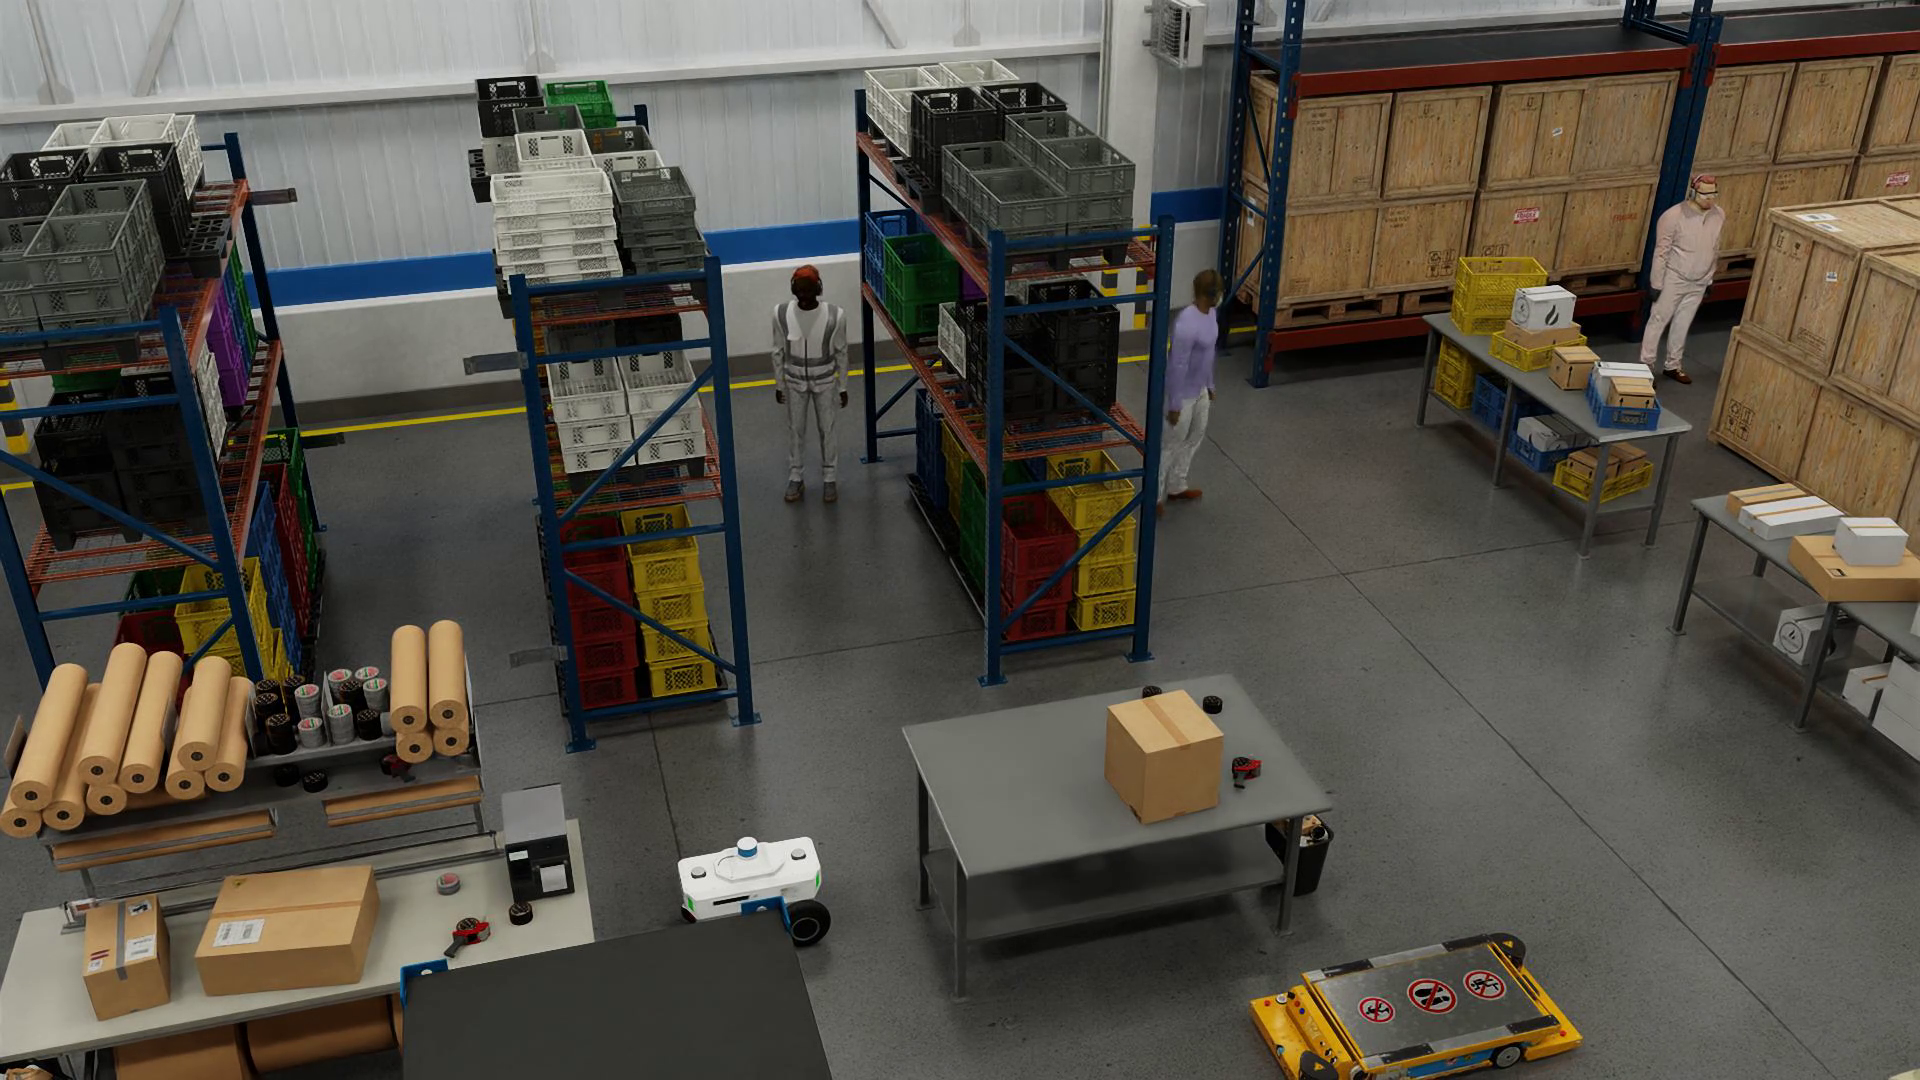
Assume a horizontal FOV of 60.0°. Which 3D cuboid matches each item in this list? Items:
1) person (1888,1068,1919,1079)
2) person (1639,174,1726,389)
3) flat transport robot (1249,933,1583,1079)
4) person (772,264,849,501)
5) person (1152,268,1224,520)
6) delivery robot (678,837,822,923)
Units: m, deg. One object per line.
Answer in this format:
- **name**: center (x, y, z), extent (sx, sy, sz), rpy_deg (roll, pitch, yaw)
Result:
- **person**: center (3.454, 2.449, 6.062), extent (0.593, 1.837, 0.404), rpy_deg (-8, 30, -14)
- **person**: center (6.344, -2.269, 14.576), extent (0.644, 1.908, 0.408), rpy_deg (-8, 30, -14)
- **flat transport robot**: center (2.184, 2.282, 7.980), extent (1.431, 0.197, 0.652), rpy_deg (-8, 30, -14)
- **person**: center (-1.131, -1.183, 12.624), extent (0.574, 1.883, 0.361), rpy_deg (3, 29, 5)
- **person**: center (1.677, -1.089, 12.436), extent (0.381, 1.906, 0.744), rpy_deg (14, 32, 23)
- **delivery robot**: center (-1.084, 1.750, 8.563), extent (0.707, 0.478, 0.477), rpy_deg (-8, 30, -14)
